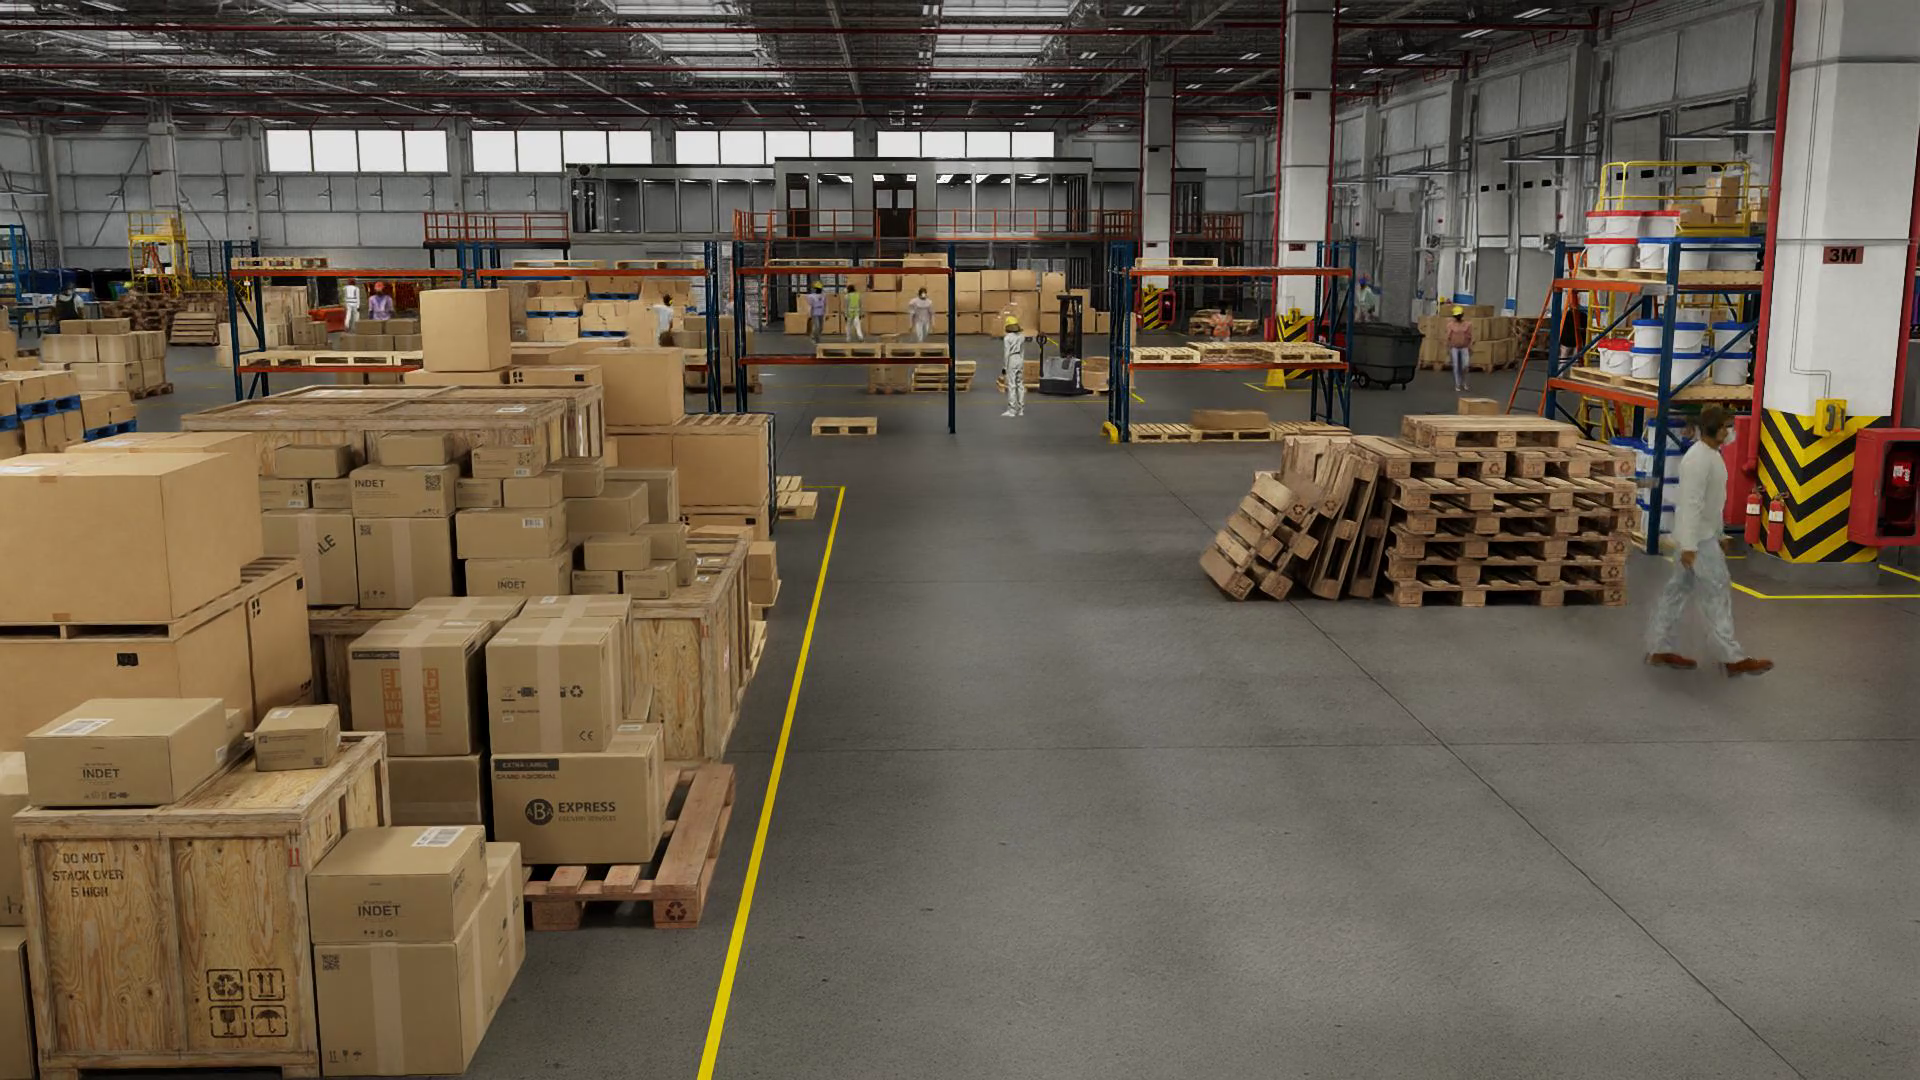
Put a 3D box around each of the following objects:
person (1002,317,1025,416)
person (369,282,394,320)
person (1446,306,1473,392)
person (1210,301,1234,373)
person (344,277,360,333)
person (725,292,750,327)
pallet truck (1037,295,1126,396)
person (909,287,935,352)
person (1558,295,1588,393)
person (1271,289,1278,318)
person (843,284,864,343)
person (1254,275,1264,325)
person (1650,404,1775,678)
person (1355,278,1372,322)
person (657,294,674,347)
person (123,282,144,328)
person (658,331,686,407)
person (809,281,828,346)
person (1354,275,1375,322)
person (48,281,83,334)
[{"bbox_3d":[0.916,-3.026,29.032,0.484,1.736,0.308,-10,14,-44],"label":"person"},{"bbox_3d":[-15.003,-5.699,43.169,0.619,2.016,0.991,0,10,-2],"label":"person"},{"bbox_3d":[10.113,-3.864,33.665,0.536,1.741,0.505,2,10,11],"label":"person"},{"bbox_3d":[6.062,-4.688,38.511,0.551,1.654,0.873,1,10,5],"label":"person"},{"bbox_3d":[-20.355,-7.857,55.624,0.583,1.859,0.840,1,10,6],"label":"person"},{"bbox_3d":[-5.567,-5.285,41.451,0.651,1.791,0.955,-4,11,-20],"label":"person"},{"bbox_3d":[2.483,-3.881,33.060,1.885,1.965,0.823,-7,13,-36],"label":"pallet truck"},{"bbox_3d":[-0.880,-5.329,41.412,0.646,1.895,0.974,-7,12,-33],"label":"person"},{"bbox_3d":[12.303,-3.941,33.449,0.608,1.987,0.403,1,10,5],"label":"person"},{"bbox_3d":[7.676,-5.091,40.002,0.417,1.914,0.597,-9,13,-40],"label":"person"},{"bbox_3d":[-3.116,-6.579,48.675,0.618,1.802,0.899,-6,12,-29],"label":"person"},{"bbox_3d":[10.916,-8.850,60.920,0.376,1.934,0.548,6,12,29],"label":"person"},{"bbox_3d":[5.327,0.012,11.619,0.900,1.906,0.655,5,11,25],"label":"person"},{"bbox_3d":[12.932,-7.434,53.142,0.612,1.909,0.961,9,14,42],"label":"person"},{"bbox_3d":[-6.836,-4.787,38.643,0.505,1.817,1.008,4,11,22],"label":"person"},{"bbox_3d":[-26.943,-7.501,54.008,0.543,1.713,0.931,7,12,34],"label":"person"},{"bbox_3d":[-4.138,-2.050,23.504,0.585,1.780,0.978,-3,11,-18],"label":"person"},{"bbox_3d":[-4.161,-6.604,48.491,0.599,1.902,0.573,-7,12,-34],"label":"person"},{"bbox_3d":[13.293,-7.717,54.616,1.050,1.933,0.639,-5,12,-28],"label":"person"},{"bbox_3d":[-23.385,-5.769,43.458,0.843,2.000,0.574,-3,11,-18],"label":"person"}]
